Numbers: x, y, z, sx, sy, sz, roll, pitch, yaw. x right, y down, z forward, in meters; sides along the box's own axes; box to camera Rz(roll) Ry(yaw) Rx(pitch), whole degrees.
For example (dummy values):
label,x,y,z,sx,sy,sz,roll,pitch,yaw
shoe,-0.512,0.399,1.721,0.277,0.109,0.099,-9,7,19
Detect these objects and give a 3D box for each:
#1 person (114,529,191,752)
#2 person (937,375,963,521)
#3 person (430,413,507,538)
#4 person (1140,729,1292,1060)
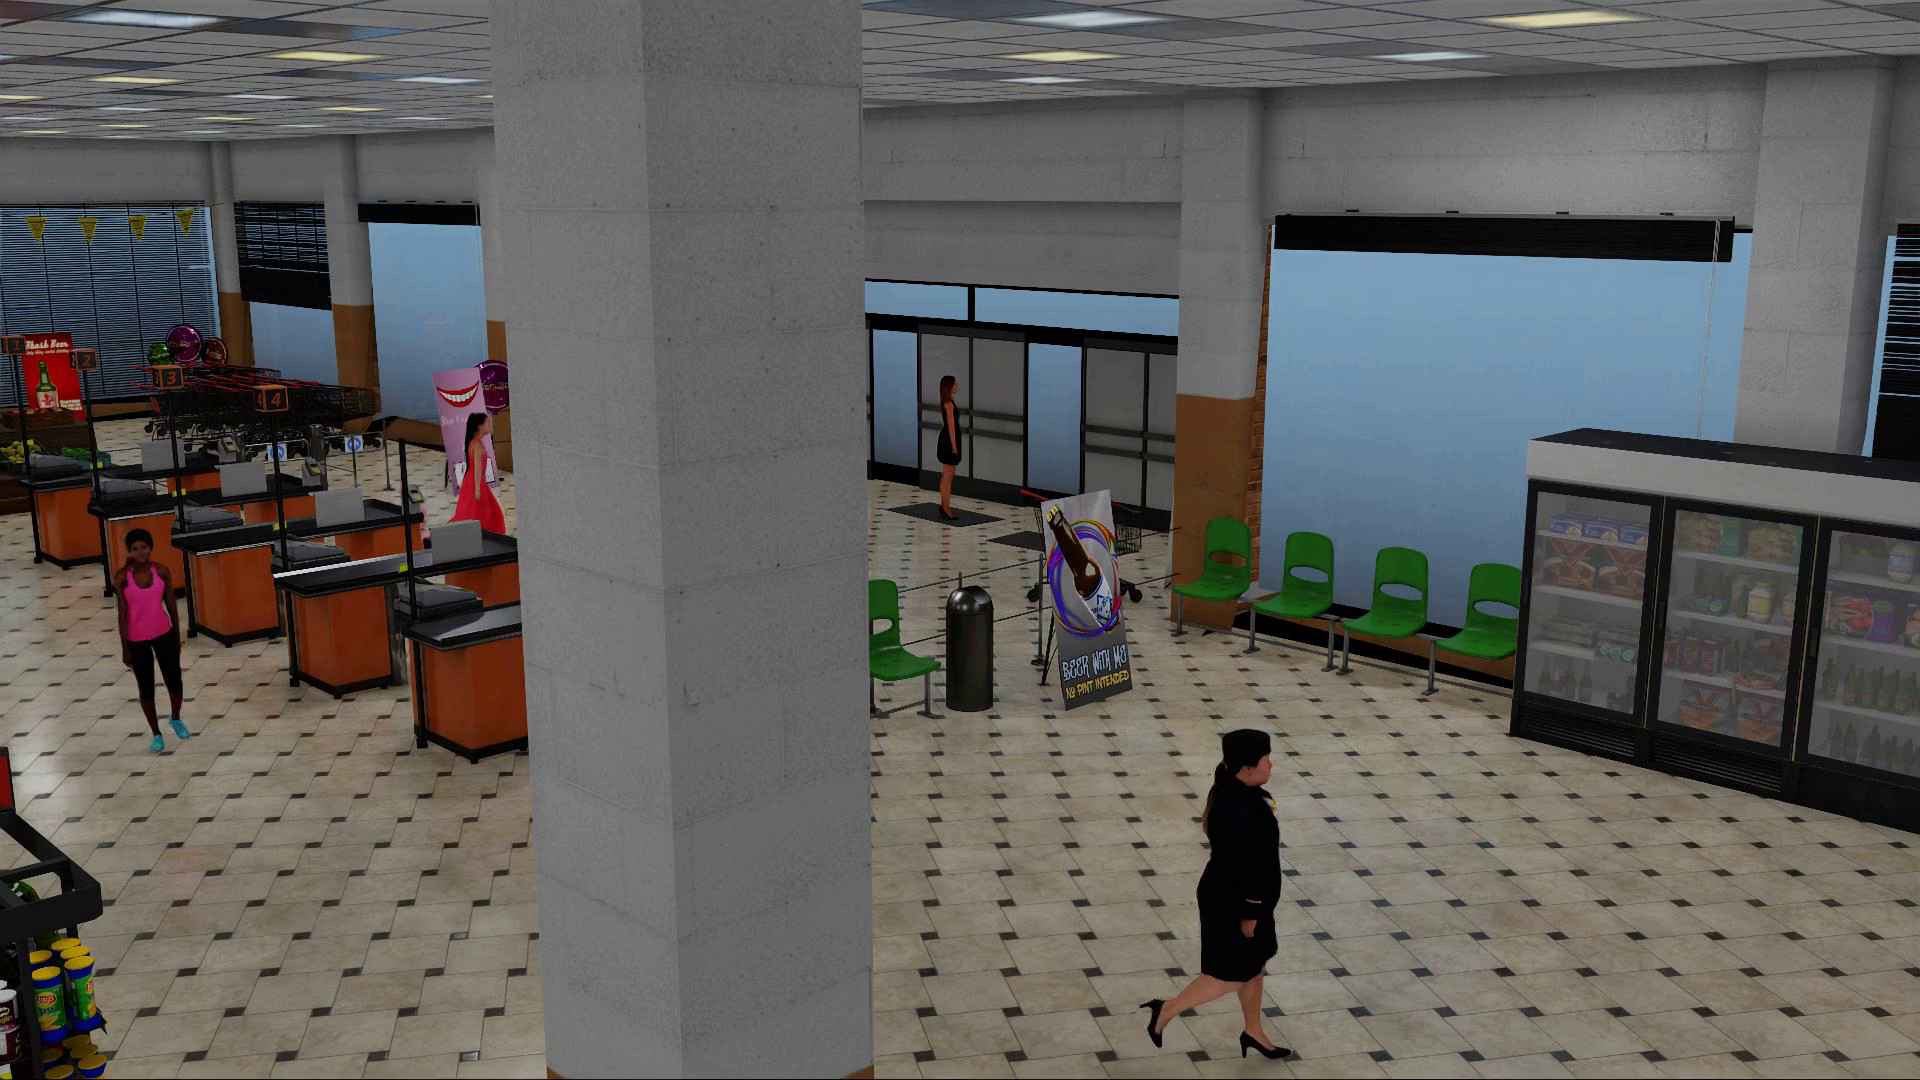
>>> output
label,x,y,z,sx,sy,sz,roll,pitch,yaw
person,-6.038,0.728,12.353,0.653,1.707,0.700,-7,14,-31
person,-0.135,-1.165,21.033,0.697,1.835,0.662,-2,12,-8
person,-5.445,-0.524,18.355,1.166,1.684,0.952,-3,12,-15
person,1.232,1.708,7.827,1.102,1.654,1.046,0,12,0
